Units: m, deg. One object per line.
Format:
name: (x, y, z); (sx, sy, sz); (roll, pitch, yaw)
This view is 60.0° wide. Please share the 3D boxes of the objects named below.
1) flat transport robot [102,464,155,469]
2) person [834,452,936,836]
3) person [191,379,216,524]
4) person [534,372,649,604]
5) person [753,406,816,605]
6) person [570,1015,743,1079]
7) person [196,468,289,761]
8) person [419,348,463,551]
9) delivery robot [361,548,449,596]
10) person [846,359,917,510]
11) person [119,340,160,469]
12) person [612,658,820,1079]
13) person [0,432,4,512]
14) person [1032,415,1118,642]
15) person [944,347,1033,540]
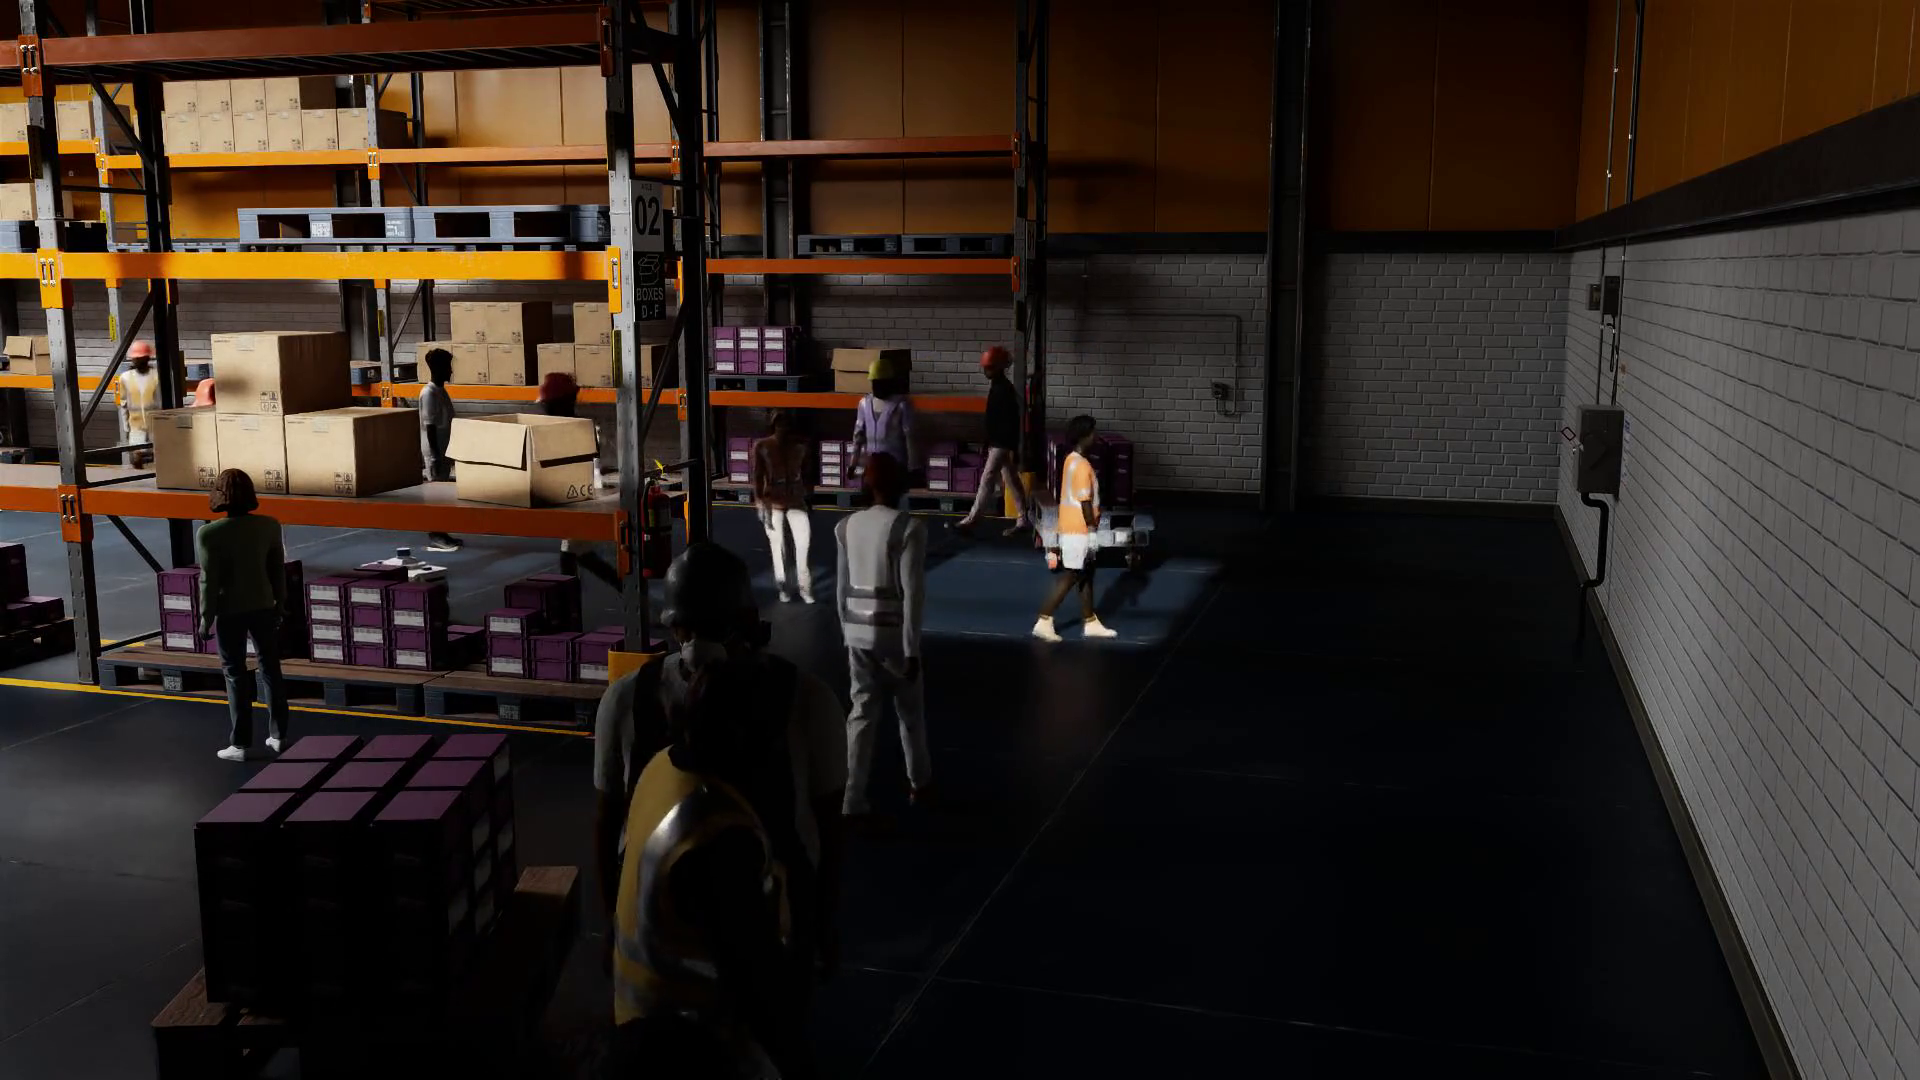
flat transport robot: (-10.311, -0.840, 21.063); (1.431, 0.197, 0.652); (-8, 12, -41)
person: (-0.363, 0.487, 8.213); (0.598, 1.832, 0.923); (6, 11, 32)
person: (-5.414, -0.226, 12.282); (0.547, 1.929, 0.385); (6, 11, 31)
person: (-2.743, -0.252, 12.284); (0.959, 2.002, 0.645); (-7, 11, -35)
person: (-1.411, -0.265, 13.463); (0.523, 1.623, 0.529); (-3, 10, -18)
person: (-0.380, 1.467, 2.020); (0.608, 1.908, 0.519); (-9, 13, -44)
person: (-3.996, 0.414, 9.278); (0.265, 1.632, 0.508); (7, 12, 36)
person: (-5.049, -0.878, 16.141); (0.362, 1.963, 0.613); (-1, 9, -8)
delivery robot: (-4.322, 0.303, 12.950); (0.707, 0.478, 0.477); (6, 11, 31)
person: (-0.754, -0.718, 15.411); (0.598, 1.886, 0.938); (7, 12, 37)
person: (-9.209, -1.300, 18.837); (0.547, 1.923, 0.464); (-2, 10, -12)
person: (-0.558, 1.175, 4.090); (0.689, 1.813, 0.641); (-2, 10, -14)
person: (-10.917, -1.238, 18.654); (0.329, 1.865, 0.516); (-1, 9, -6)
person: (0.843, -0.081, 12.209); (0.548, 1.703, 0.558); (0, 9, 0)
person: (0.296, -0.966, 16.746); (1.014, 1.933, 0.663); (-1, 9, -8)
